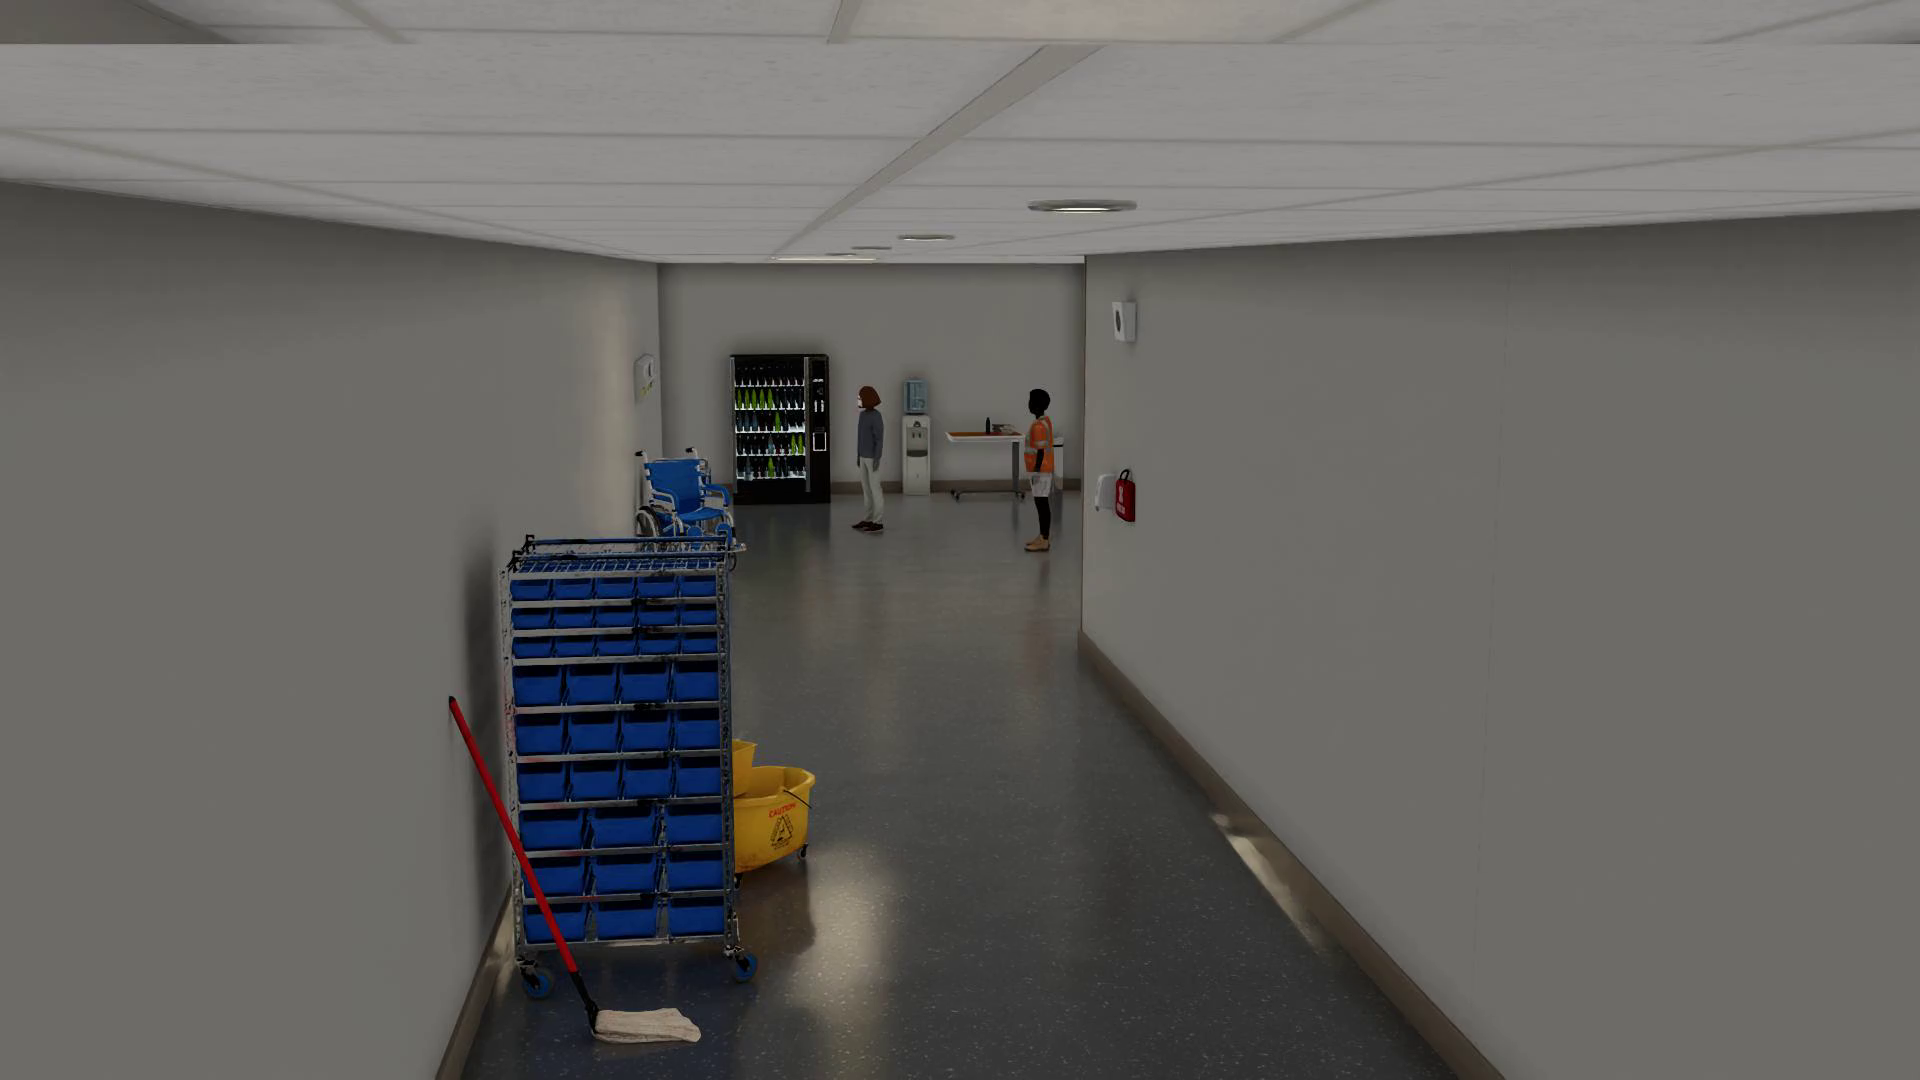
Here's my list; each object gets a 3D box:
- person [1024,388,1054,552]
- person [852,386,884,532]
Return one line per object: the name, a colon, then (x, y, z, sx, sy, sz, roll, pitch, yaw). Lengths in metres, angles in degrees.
person: (0.823, -0.728, 17.337, 0.315, 1.696, 0.540, 1, 9, 7)
person: (-1.024, -0.911, 18.676, 0.279, 1.633, 0.505, -5, 10, -29)
